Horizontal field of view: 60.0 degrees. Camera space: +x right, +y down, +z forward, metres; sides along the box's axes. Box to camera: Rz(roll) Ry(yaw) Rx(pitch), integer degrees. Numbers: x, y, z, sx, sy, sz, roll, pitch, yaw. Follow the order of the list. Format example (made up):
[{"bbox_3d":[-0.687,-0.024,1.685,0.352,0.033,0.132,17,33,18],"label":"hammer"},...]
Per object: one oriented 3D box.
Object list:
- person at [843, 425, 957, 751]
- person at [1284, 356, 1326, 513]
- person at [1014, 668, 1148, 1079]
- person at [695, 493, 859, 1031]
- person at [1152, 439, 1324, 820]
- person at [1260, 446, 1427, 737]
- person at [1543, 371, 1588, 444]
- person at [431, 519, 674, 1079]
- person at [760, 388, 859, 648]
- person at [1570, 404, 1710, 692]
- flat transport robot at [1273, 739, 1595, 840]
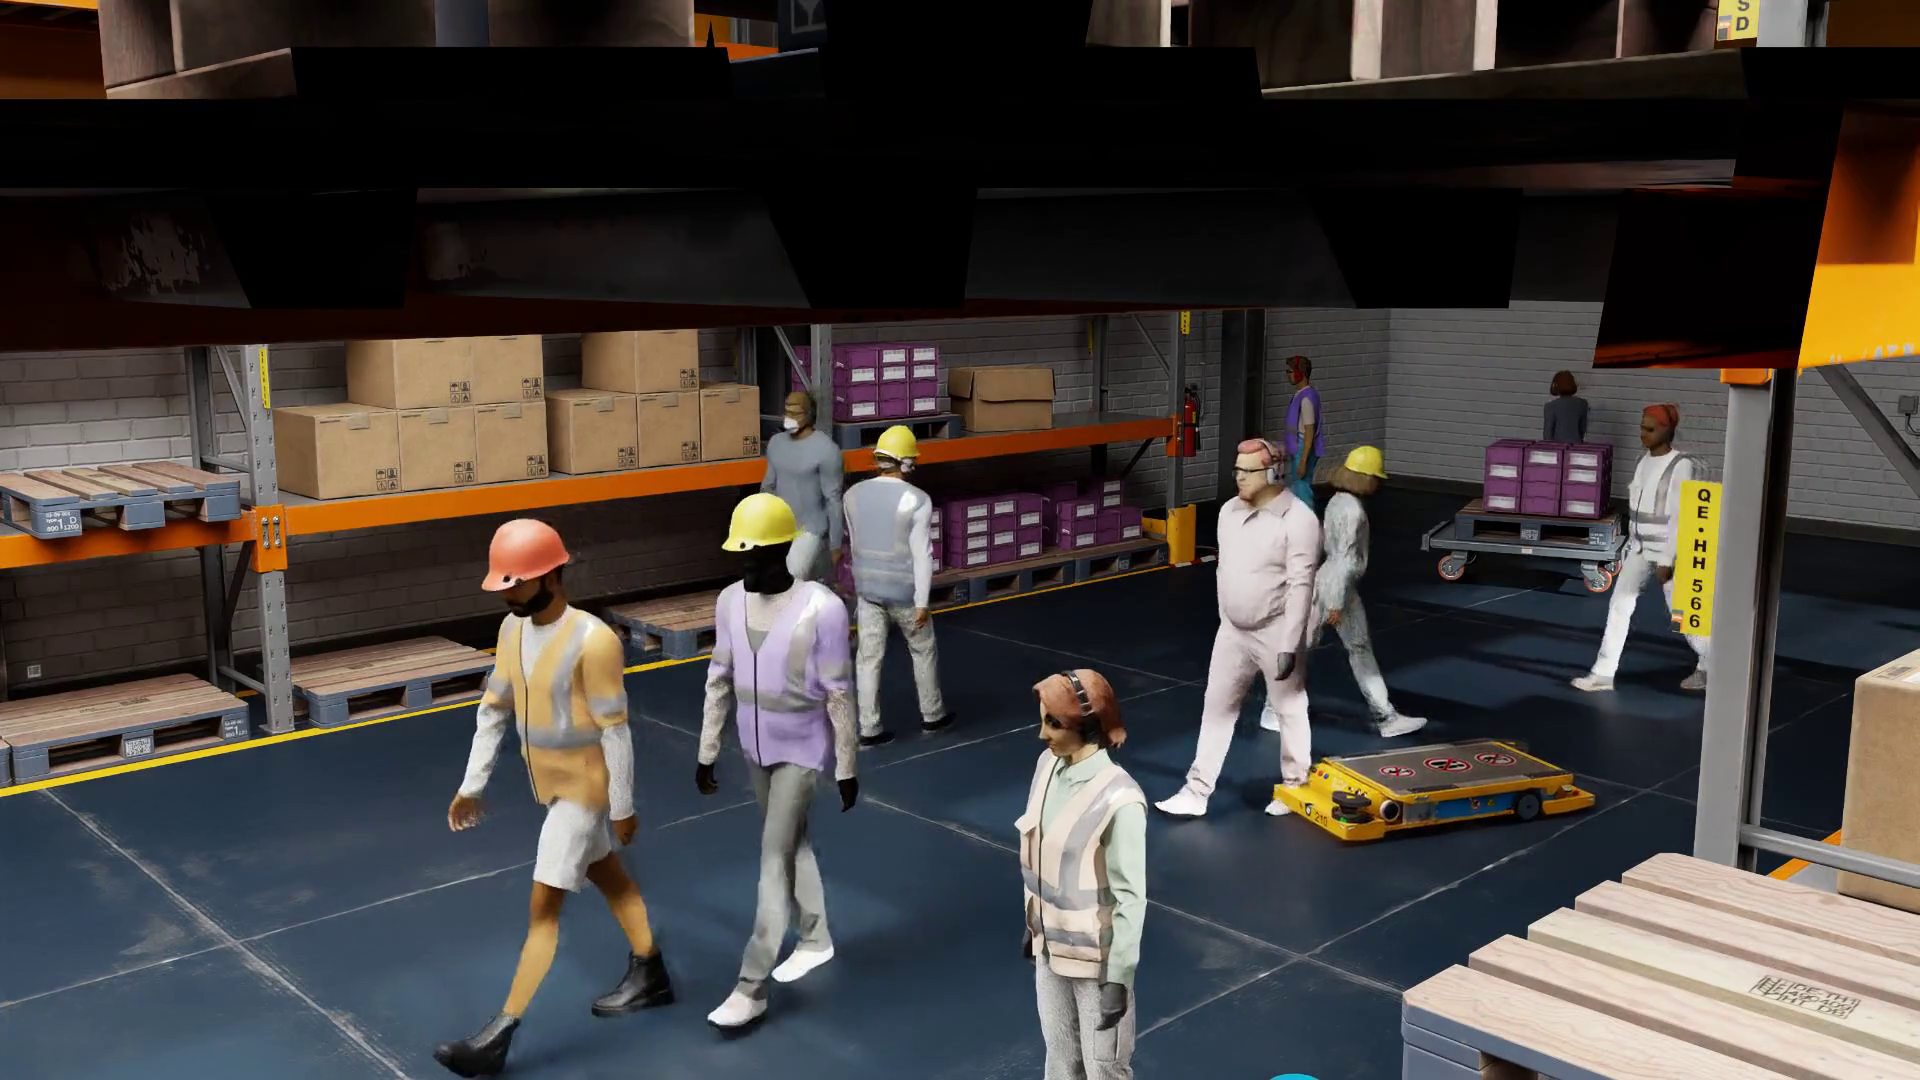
[{"bbox_3d":[-0.324,0.254,9.359,0.597,1.803,0.790,5,11,28],"label":"person"},{"bbox_3d":[3.120,-0.749,15.117,0.394,1.839,0.563,1,10,7],"label":"person"},{"bbox_3d":[0.332,1.148,4.596,0.310,1.639,0.514,-5,11,-27],"label":"person"},{"bbox_3d":[-0.731,0.779,6.021,0.616,1.887,0.908,8,12,37],"label":"person"},{"bbox_3d":[1.376,0.456,7.964,0.946,1.860,0.668,-8,12,-38],"label":"person"},{"bbox_3d":[2.164,0.302,9.419,0.938,1.677,0.547,-1,10,-4],"label":"person"},{"bbox_3d":[6.041,-0.896,16.707,0.507,1.590,0.825,-1,10,-8],"label":"person"},{"bbox_3d":[-1.403,0.846,5.680,0.577,1.866,1.012,9,13,44],"label":"person"},{"bbox_3d":[-0.993,-0.052,10.879,0.967,1.903,0.631,-9,13,-43],"label":"person"},{"bbox_3d":[4.402,0.061,10.417,0.995,1.842,0.570,-2,10,-12],"label":"person"},{"bbox_3d":[2.340,1.212,8.215,1.431,0.197,0.652,-4,10,-20],"label":"flat transport robot"}]
